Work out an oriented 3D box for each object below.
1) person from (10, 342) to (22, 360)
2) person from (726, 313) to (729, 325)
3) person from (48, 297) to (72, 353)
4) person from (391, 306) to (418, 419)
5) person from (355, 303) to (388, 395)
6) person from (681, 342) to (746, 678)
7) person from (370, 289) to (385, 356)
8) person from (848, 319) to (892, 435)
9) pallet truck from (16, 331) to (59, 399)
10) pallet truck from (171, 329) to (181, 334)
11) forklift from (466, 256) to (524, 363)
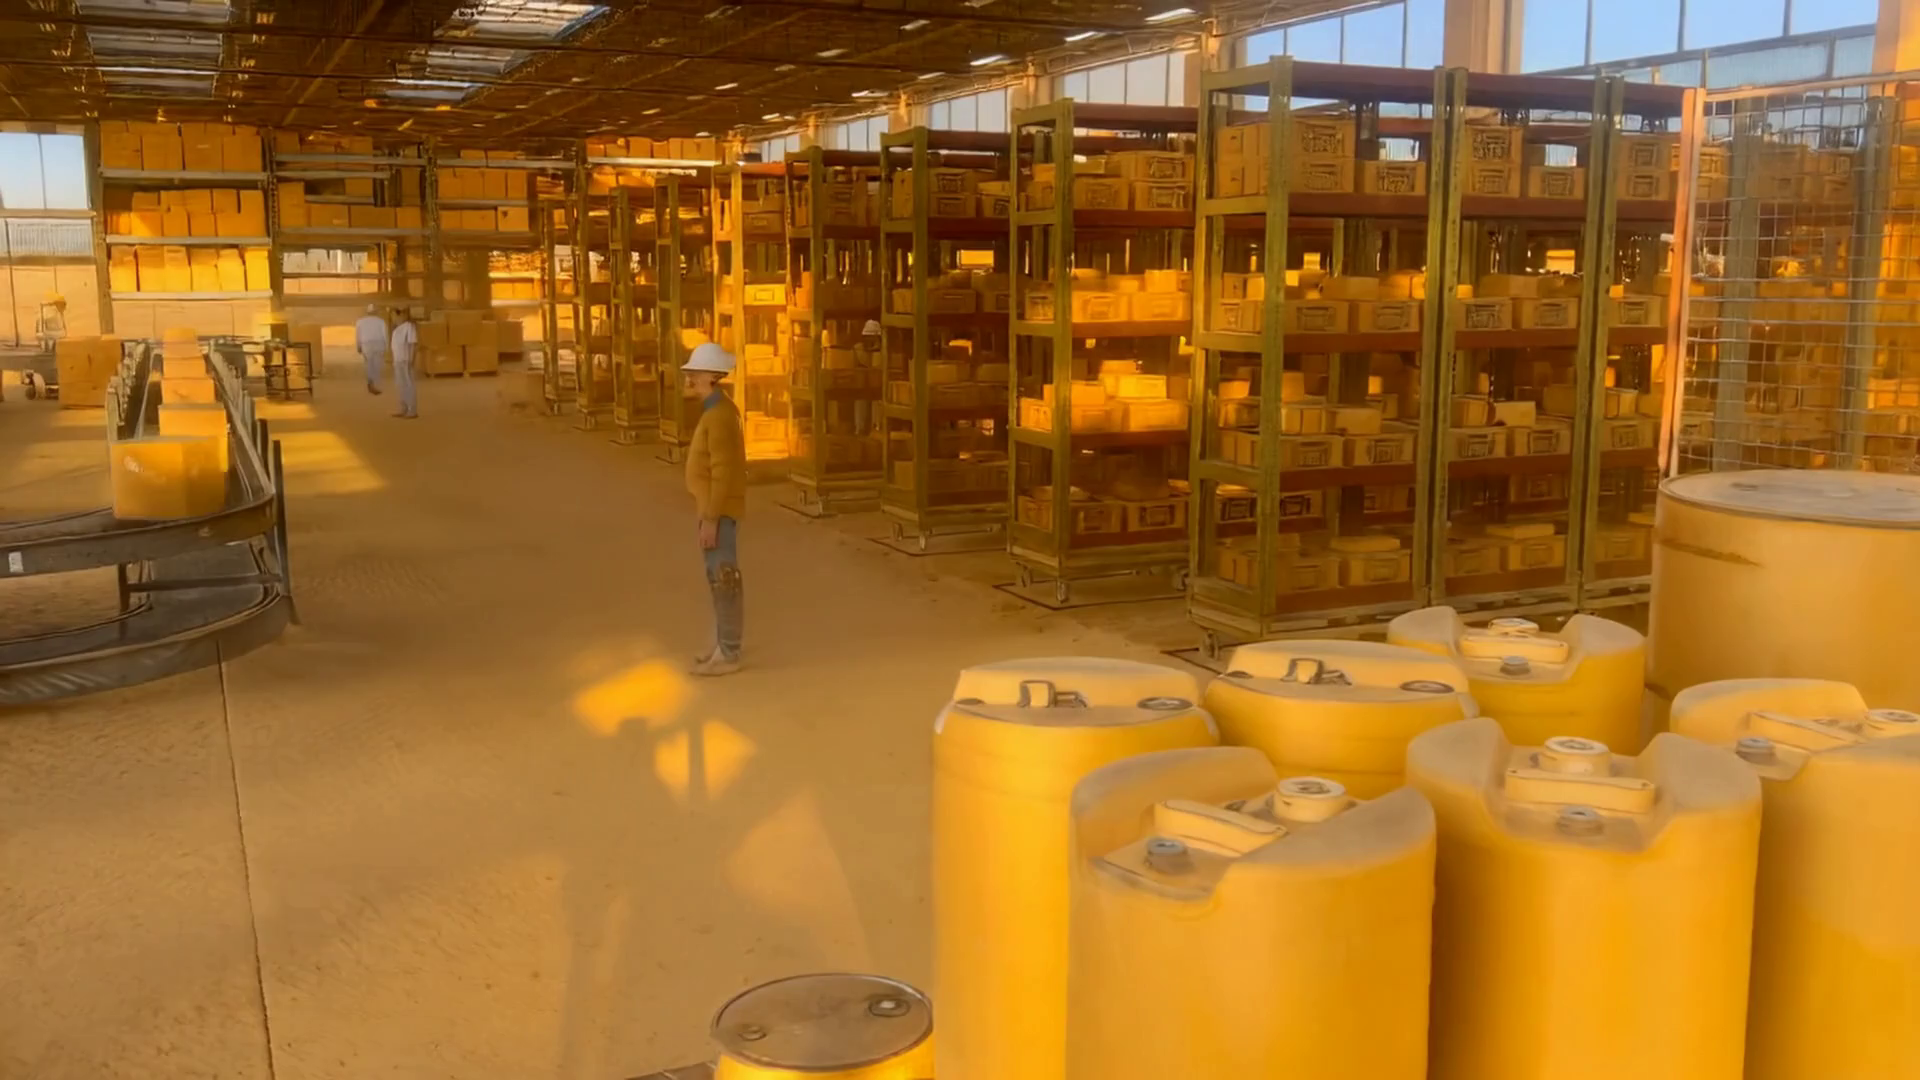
[{"bbox_3d":[-26.070,-5.874,45.783,0.452,1.830,0.575,-5,10,-26],"label":"person"},{"bbox_3d":[-4.590,-4.019,34.146,0.647,1.872,0.876,3,10,19],"label":"person"},{"bbox_3d":[-19.143,-4.203,35.310,0.597,1.887,1.075,9,13,44],"label":"person"},{"bbox_3d":[-9.151,-2.919,27.397,0.566,1.847,0.389,8,12,42],"label":"person"},{"bbox_3d":[-11.455,-3.707,32.401,0.607,1.809,0.574,-3,10,-18],"label":"person"},{"bbox_3d":[-1.455,-0.179,9.925,0.370,1.996,0.622,0,9,-1],"label":"person"},{"bbox_3d":[-16.767,-6.220,47.687,0.400,1.910,0.643,4,10,24],"label":"person"},{"bbox_3d":[-1.102,-1.785,20.406,0.590,1.833,0.403,0,9,3],"label":"person"},{"bbox_3d":[-17.082,-3.353,31.781,1.630,1.274,0.653,-4,10,-25],"label":"pallet truck"},{"bbox_3d":[-17.275,-3.851,35.096,1.601,1.201,0.680,0,9,1],"label":"pallet truck"},{"bbox_3d":[-12.476,-6.004,43.340,1.873,2.768,1.129,-7,12,-37],"label":"forklift"}]
